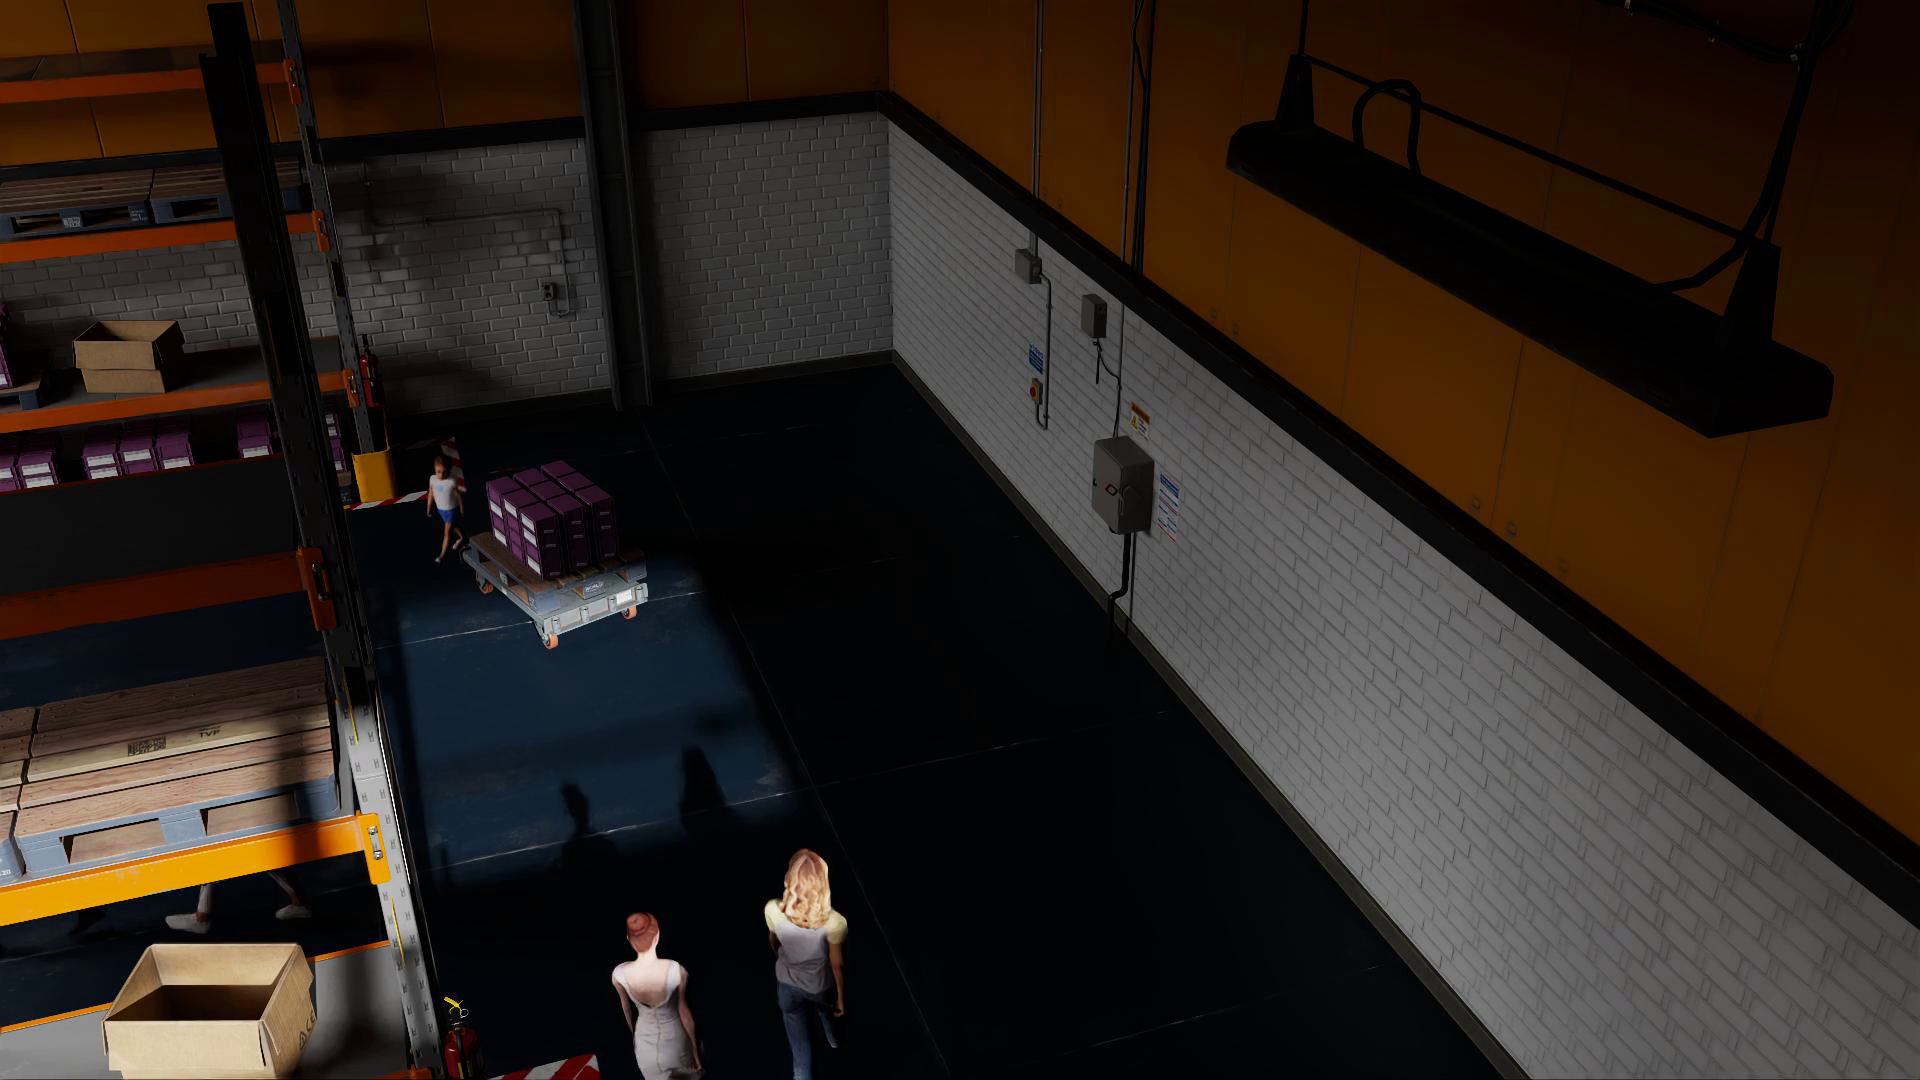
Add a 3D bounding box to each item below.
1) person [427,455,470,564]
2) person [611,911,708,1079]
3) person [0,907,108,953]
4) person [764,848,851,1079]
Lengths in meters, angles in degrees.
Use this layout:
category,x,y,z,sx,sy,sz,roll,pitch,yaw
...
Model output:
category,x,y,z,sx,sy,sz,roll,pitch,yaw
person,-4.489,-0.313,14.679,0.723,0.985,0.769,12,31,21
person,-1.534,2.663,8.398,0.718,1.776,0.792,5,29,9
person,-5.751,1.787,10.051,1.197,1.730,0.841,-2,29,-3
person,-0.830,2.457,8.870,1.112,1.686,0.994,3,29,5
